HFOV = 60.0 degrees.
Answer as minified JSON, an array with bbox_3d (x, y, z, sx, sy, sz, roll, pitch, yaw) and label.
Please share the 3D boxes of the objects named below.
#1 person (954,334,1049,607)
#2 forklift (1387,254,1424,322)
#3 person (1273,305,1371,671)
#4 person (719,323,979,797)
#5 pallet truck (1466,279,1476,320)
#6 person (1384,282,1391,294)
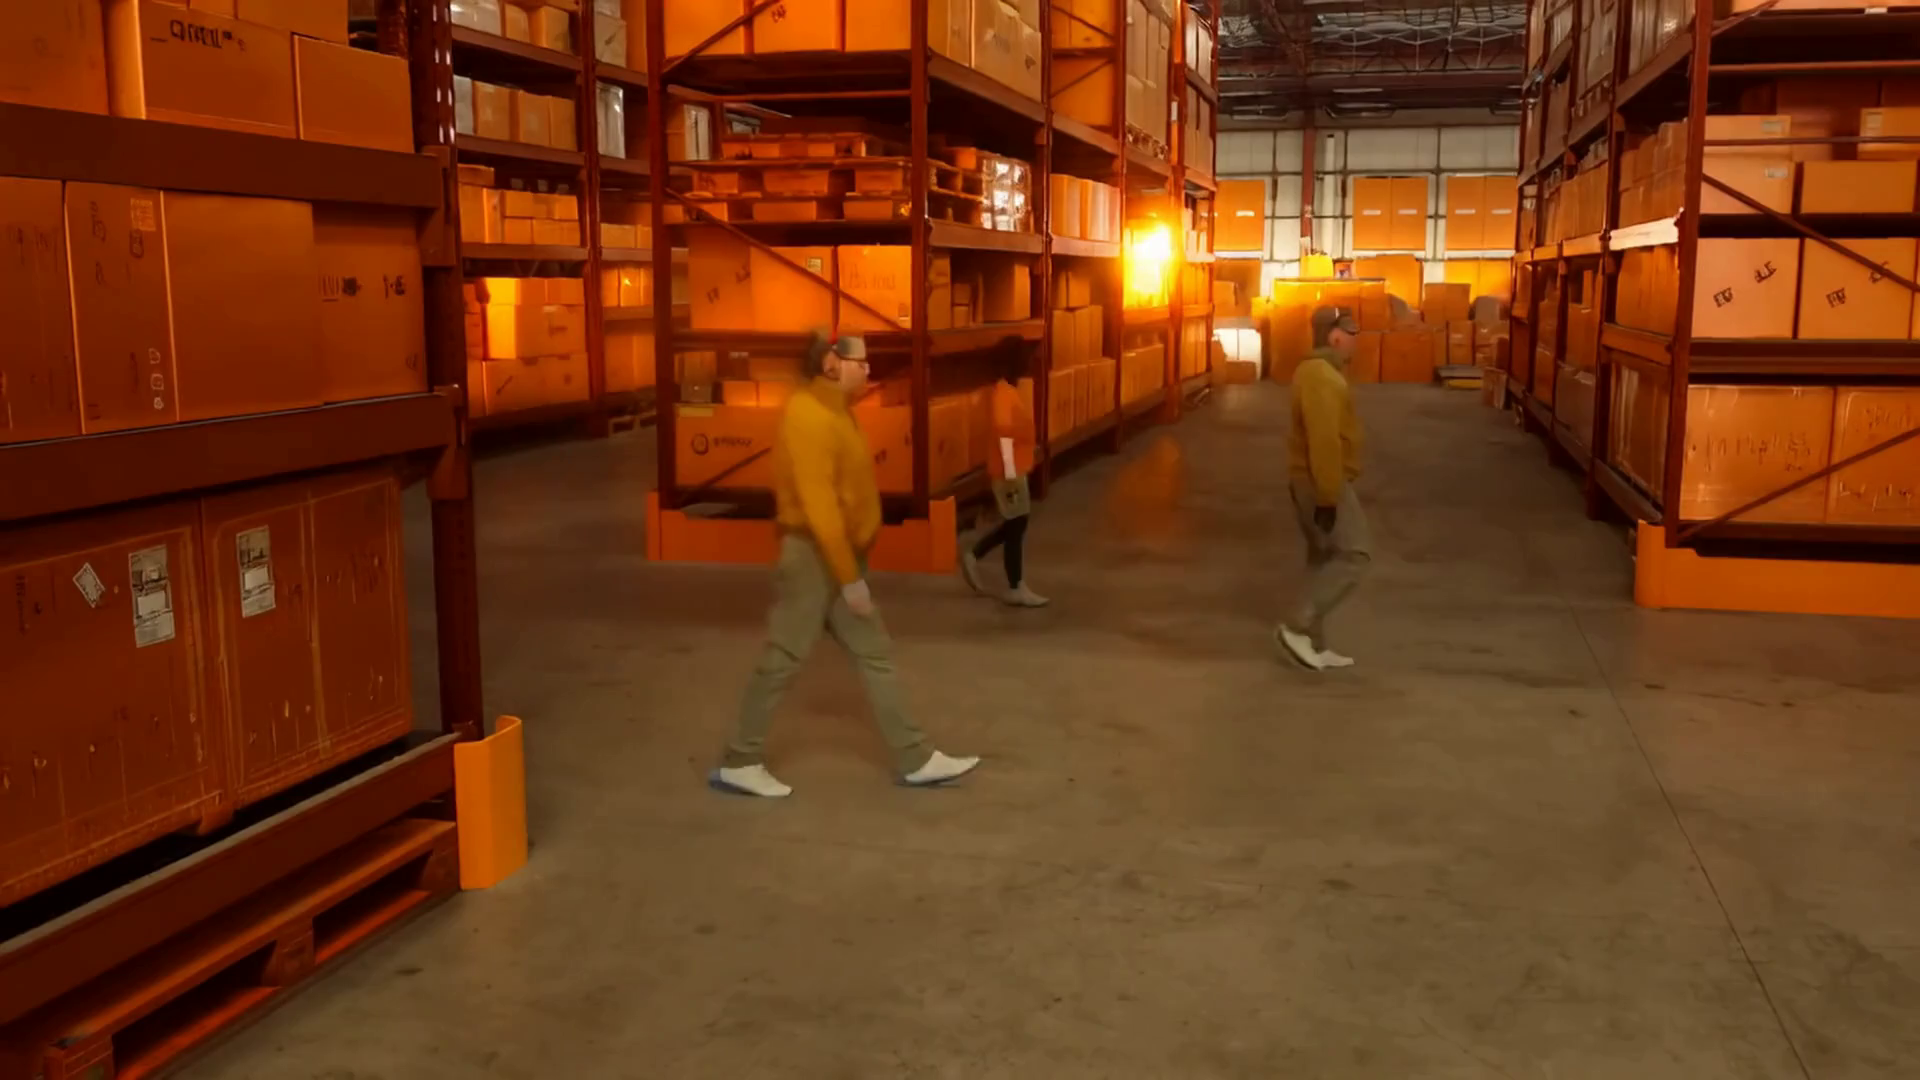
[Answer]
[{"bbox_3d":[0.267,-0.421,10.213,0.516,1.684,0.550,1,9,5],"label":"person"},{"bbox_3d":[14.644,-8.103,55.253,1.129,2.768,1.873,-2,9,-11],"label":"forklift"},{"bbox_3d":[1.887,-0.250,8.495,0.434,1.887,0.667,1,9,6],"label":"person"},{"bbox_3d":[-0.482,0.097,6.426,1.013,1.852,0.659,2,9,13],"label":"person"},{"bbox_3d":[18.896,-8.459,60.307,1.885,1.965,0.823,5,10,31],"label":"pallet truck"},{"bbox_3d":[12.699,-6.706,49.437,0.831,1.904,0.579,2,9,13],"label":"person"}]
